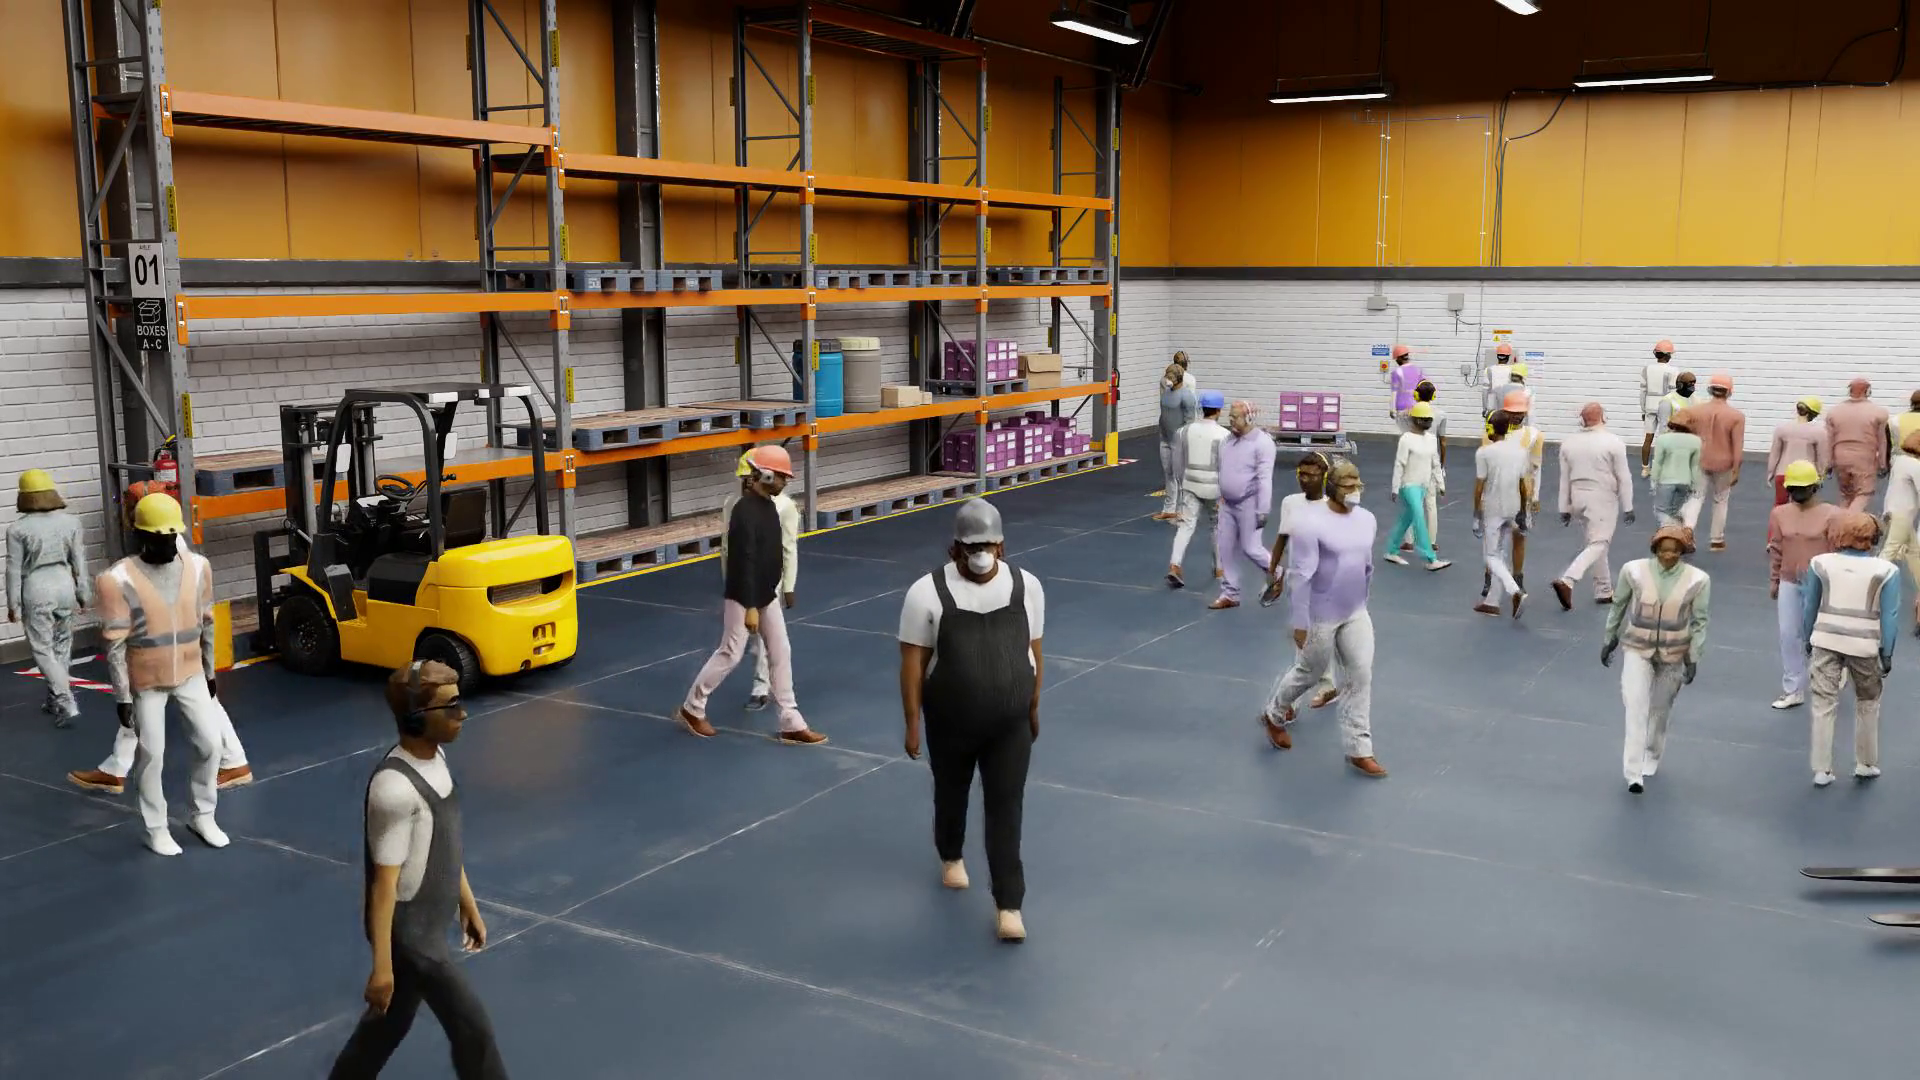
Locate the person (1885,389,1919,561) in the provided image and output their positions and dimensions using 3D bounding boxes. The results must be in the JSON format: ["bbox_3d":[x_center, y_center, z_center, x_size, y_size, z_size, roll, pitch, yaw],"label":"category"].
[{"bbox_3d":[10.001,-0.673,17.395,0.489,1.817,0.621,-9,12,-43],"label":"person"}]

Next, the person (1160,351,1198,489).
[{"bbox_3d":[3.052,-1.657,23.141,0.373,1.940,0.629,-8,12,-41],"label":"person"}]

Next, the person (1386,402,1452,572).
[{"bbox_3d":[4.681,-0.547,16.913,0.542,1.715,0.939,-7,11,-36],"label":"person"}]

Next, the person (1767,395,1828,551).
[{"bbox_3d":[8.896,-0.673,17.682,0.547,1.726,0.597,8,12,41],"label":"person"}]

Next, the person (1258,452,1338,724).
[{"bbox_3d":[2.343,0.306,11.272,0.990,1.818,0.517,-8,12,-42],"label":"person"}]

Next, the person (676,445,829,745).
[{"bbox_3d":[-1.368,0.350,10.664,1.022,1.930,0.651,3,10,18],"label":"person"}]

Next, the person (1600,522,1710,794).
[{"bbox_3d":[4.041,0.671,9.695,0.549,1.581,0.883,3,10,20],"label":"person"}]

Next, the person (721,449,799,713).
[{"bbox_3d":[-1.381,0.260,11.557,0.604,1.810,0.595,4,10,23],"label":"person"}]

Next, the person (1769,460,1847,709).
[{"bbox_3d":[5.931,0.296,11.562,0.647,1.730,0.572,-7,11,-36],"label":"person"}]

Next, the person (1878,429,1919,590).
[{"bbox_3d":[8.717,-0.210,15.157,0.826,1.592,0.523,1,9,9],"label":"person"}]

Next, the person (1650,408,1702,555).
[{"bbox_3d":[7.511,-0.573,17.421,0.510,1.607,0.558,-1,9,-3],"label":"person"}]

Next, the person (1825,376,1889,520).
[{"bbox_3d":[9.853,-0.861,18.334,0.733,1.882,0.642,-8,12,-39],"label":"person"}]

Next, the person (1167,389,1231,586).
[{"bbox_3d":[2.326,-0.502,16.062,0.614,1.905,1.006,7,11,36],"label":"person"}]

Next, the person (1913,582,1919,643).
[{"bbox_3d":[6.345,0.543,10.448,0.835,1.599,0.542,-7,12,-38],"label":"person"}]

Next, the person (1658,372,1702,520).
[{"bbox_3d":[8.717,-1.120,20.137,0.627,1.833,0.434,-4,10,-22],"label":"person"}]

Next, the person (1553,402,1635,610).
[{"bbox_3d":[5.674,-0.312,14.993,0.888,1.861,0.651,-5,10,-28],"label":"person"}]

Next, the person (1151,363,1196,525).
[{"bbox_3d":[2.582,-1.158,20.024,0.372,1.939,0.631,-5,10,-26],"label":"person"}]

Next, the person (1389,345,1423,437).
[{"bbox_3d":[6.970,-2.101,26.049,0.607,1.894,0.436,-3,10,-17],"label":"person"}]

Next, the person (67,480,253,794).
[{"bbox_3d":[-4.613,0.573,9.558,0.983,1.829,0.590,-4,10,-24],"label":"person"}]

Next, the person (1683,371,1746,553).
[{"bbox_3d":[8.051,-0.820,17.829,0.623,1.974,0.826,7,11,36],"label":"person"}]

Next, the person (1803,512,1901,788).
[{"bbox_3d":[5.244,0.638,9.807,0.530,1.614,0.638,7,12,39],"label":"person"}]

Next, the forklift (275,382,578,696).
[{"bbox_3d":[-3.974,-0.067,12.417,2.313,2.155,1.214,5,11,30],"label":"forklift"}]

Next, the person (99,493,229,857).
[{"bbox_3d":[-4.062,0.703,8.519,0.559,1.906,0.602,8,12,40],"label":"person"}]

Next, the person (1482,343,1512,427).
[{"bbox_3d":[8.342,-2.061,25.661,0.550,1.935,0.376,5,10,26],"label":"person"}]

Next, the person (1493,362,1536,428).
[{"bbox_3d":[7.506,-1.508,22.583,0.600,1.815,0.690,6,11,34],"label":"person"}]

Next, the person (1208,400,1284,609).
[{"bbox_3d":[2.591,-0.321,14.941,0.692,1.892,0.642,-7,11,-36],"label":"person"}]

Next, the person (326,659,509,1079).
[{"bbox_3d":[-1.760,1.261,5.396,1.000,1.796,0.523,-1,9,-7],"label":"person"}]

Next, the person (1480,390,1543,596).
[{"bbox_3d":[5.118,-0.427,15.460,0.553,1.933,0.367,2,9,10],"label":"person"}]

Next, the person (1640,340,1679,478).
[{"bbox_3d":[10.249,-1.903,24.349,0.374,2.044,0.607,-6,11,-34],"label":"person"}]

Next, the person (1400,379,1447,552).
[{"bbox_3d":[4.992,-0.800,17.987,0.515,1.877,0.328,1,9,8],"label":"person"}]

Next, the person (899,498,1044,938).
[{"bbox_3d":[0.063,0.749,7.804,0.698,2.000,1.035,-1,9,-8],"label":"person"}]

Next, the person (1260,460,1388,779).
[{"bbox_3d":[2.235,0.440,10.182,0.642,1.907,0.961,-5,10,-29],"label":"person"}]

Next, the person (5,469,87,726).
[{"bbox_3d":[-6.095,0.379,11.118,0.720,1.720,0.499,7,11,36],"label":"person"}]

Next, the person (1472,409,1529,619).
[{"bbox_3d":[4.720,-0.203,14.400,0.547,1.832,0.721,-3,10,-19],"label":"person"}]
